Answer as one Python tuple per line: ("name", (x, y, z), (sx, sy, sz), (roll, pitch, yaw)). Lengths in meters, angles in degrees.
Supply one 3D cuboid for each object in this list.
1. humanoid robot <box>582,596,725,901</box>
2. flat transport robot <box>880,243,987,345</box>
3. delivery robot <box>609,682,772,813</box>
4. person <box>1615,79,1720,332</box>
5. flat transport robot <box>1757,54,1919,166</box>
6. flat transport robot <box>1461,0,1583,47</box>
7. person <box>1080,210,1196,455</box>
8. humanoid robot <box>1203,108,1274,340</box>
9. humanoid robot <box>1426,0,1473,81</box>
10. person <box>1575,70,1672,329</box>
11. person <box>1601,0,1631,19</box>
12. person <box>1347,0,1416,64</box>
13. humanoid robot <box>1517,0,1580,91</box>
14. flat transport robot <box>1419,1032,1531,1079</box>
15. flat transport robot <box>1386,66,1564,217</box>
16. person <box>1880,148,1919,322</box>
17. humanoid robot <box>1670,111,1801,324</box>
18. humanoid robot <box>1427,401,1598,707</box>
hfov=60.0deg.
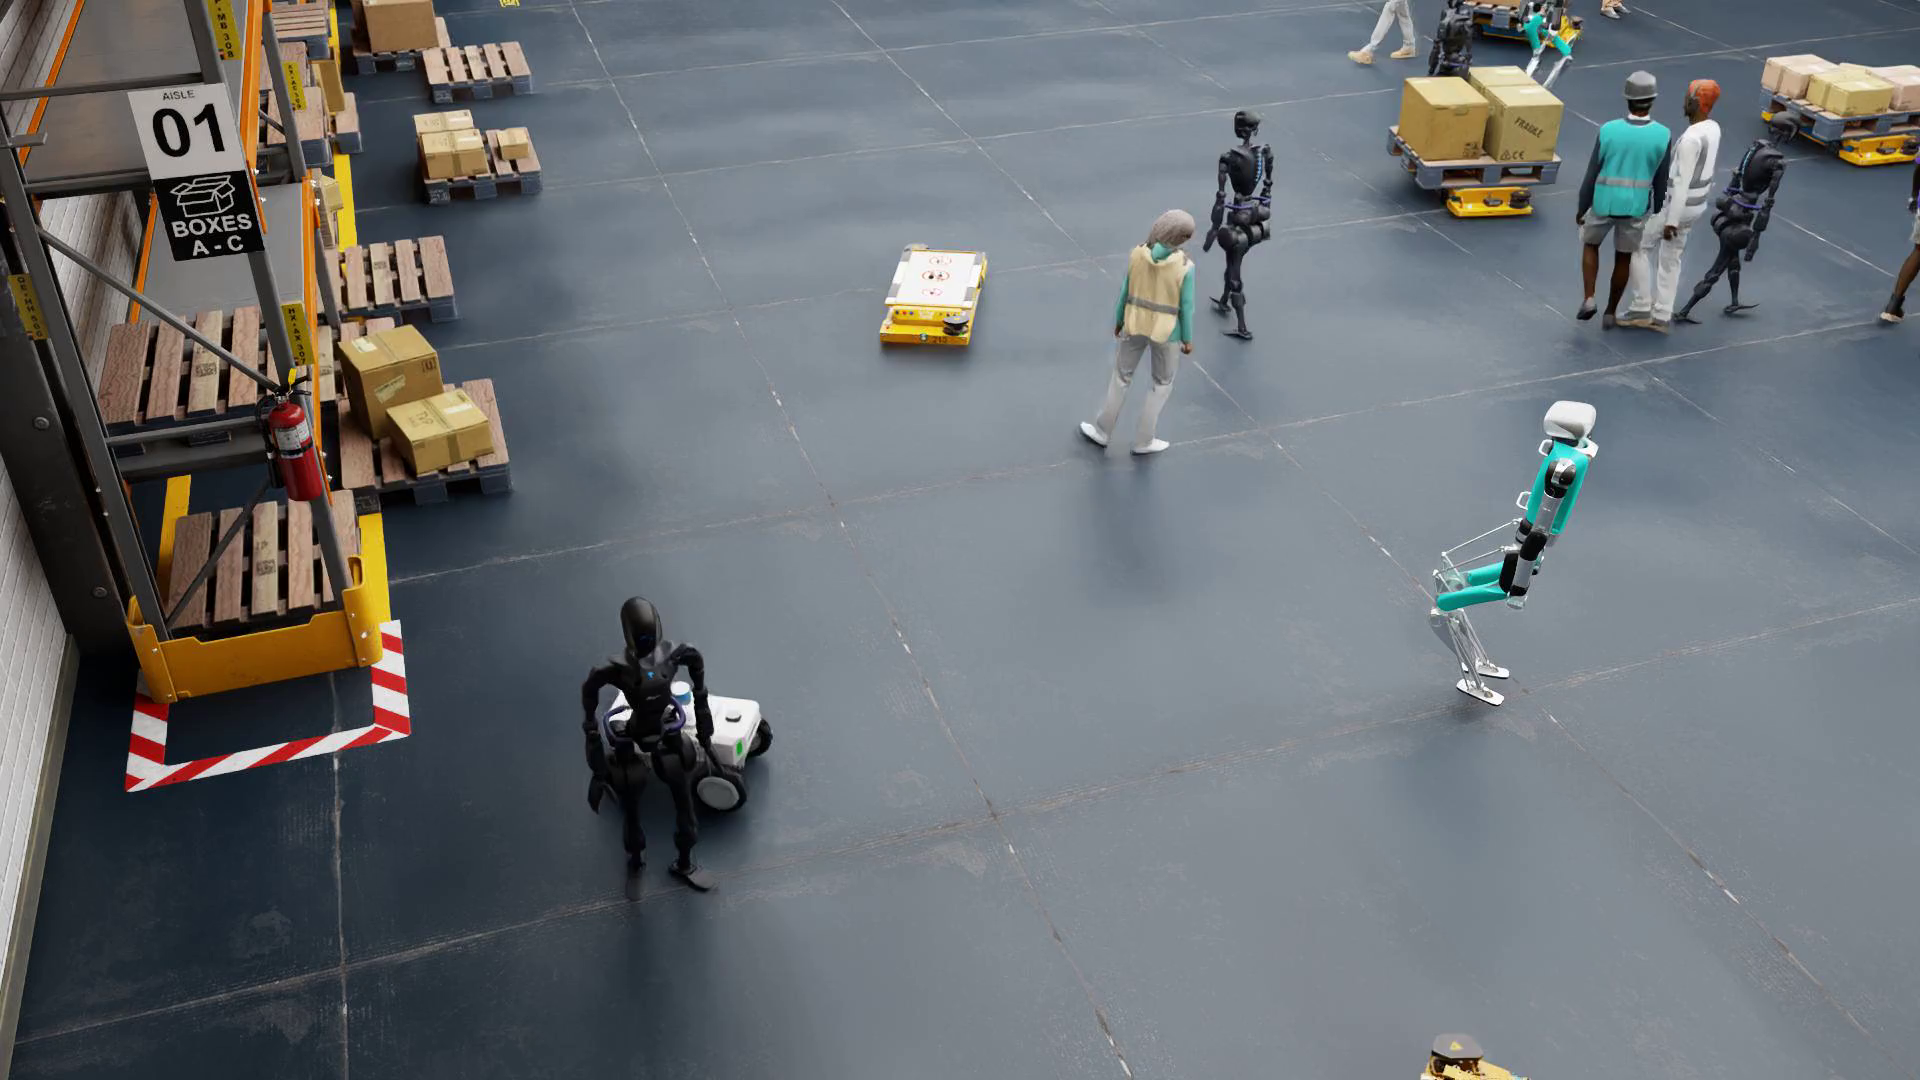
("humanoid robot", (-1.348, 0.899, 7.198), (0.602, 1.643, 0.396), (-15, 36, -22))
("flat transport robot", (-0.186, -1.893, 12.761), (0.659, 0.231, 1.431), (4, 33, 5))
("delivery robot", (-1.322, 0.968, 8.128), (0.809, 0.611, 0.499), (6, 34, 9))
("person", (5.153, -2.434, 12.131), (0.565, 1.869, 0.593), (24, 40, 32))
("flat transport robot", (8.396, -3.909, 15.853), (0.659, 0.231, 1.431), (-8, 34, -12))
("flat transport robot", (6.231, -5.816, 18.779), (1.431, 0.231, 0.659), (17, 37, 24))
("person", (1.135, -1.322, 10.593), (0.702, 1.677, 0.376), (17, 37, 24))
("humanoid robot", (2.045, -2.333, 12.166), (0.612, 1.633, 0.639), (-22, 39, -30))
("humanoid robot", (4.372, -4.153, 14.940), (0.345, 1.658, 0.613), (-9, 34, -14))
("person", (4.807, -2.424, 12.061), (0.623, 1.925, 0.474), (11, 35, 16))
("person", (7.688, -6.880, 19.121), (0.365, 1.676, 0.462), (27, 41, 34))
("person", (4.597, -5.979, 17.609), (0.880, 1.824, 0.476), (-9, 34, -13))
("humanoid robot", (5.825, -5.145, 16.404), (0.678, 1.799, 0.553), (-16, 36, -23))
("flat transport robot", (1.875, 2.463, 6.080), (0.659, 0.231, 1.431), (16, 37, 23))
("flat transport robot", (4.509, -3.226, 14.806), (0.659, 0.231, 1.431), (-3, 33, -5))
("person", (7.255, -2.473, 12.153), (0.650, 1.919, 0.660), (26, 41, 34))
("humanoid robot", (5.741, -2.362, 12.219), (0.717, 1.622, 0.609), (-1, 33, -2))
("humanoid robot", (2.680, 0.031, 8.345), (0.735, 1.677, 0.533), (16, 36, 23))
